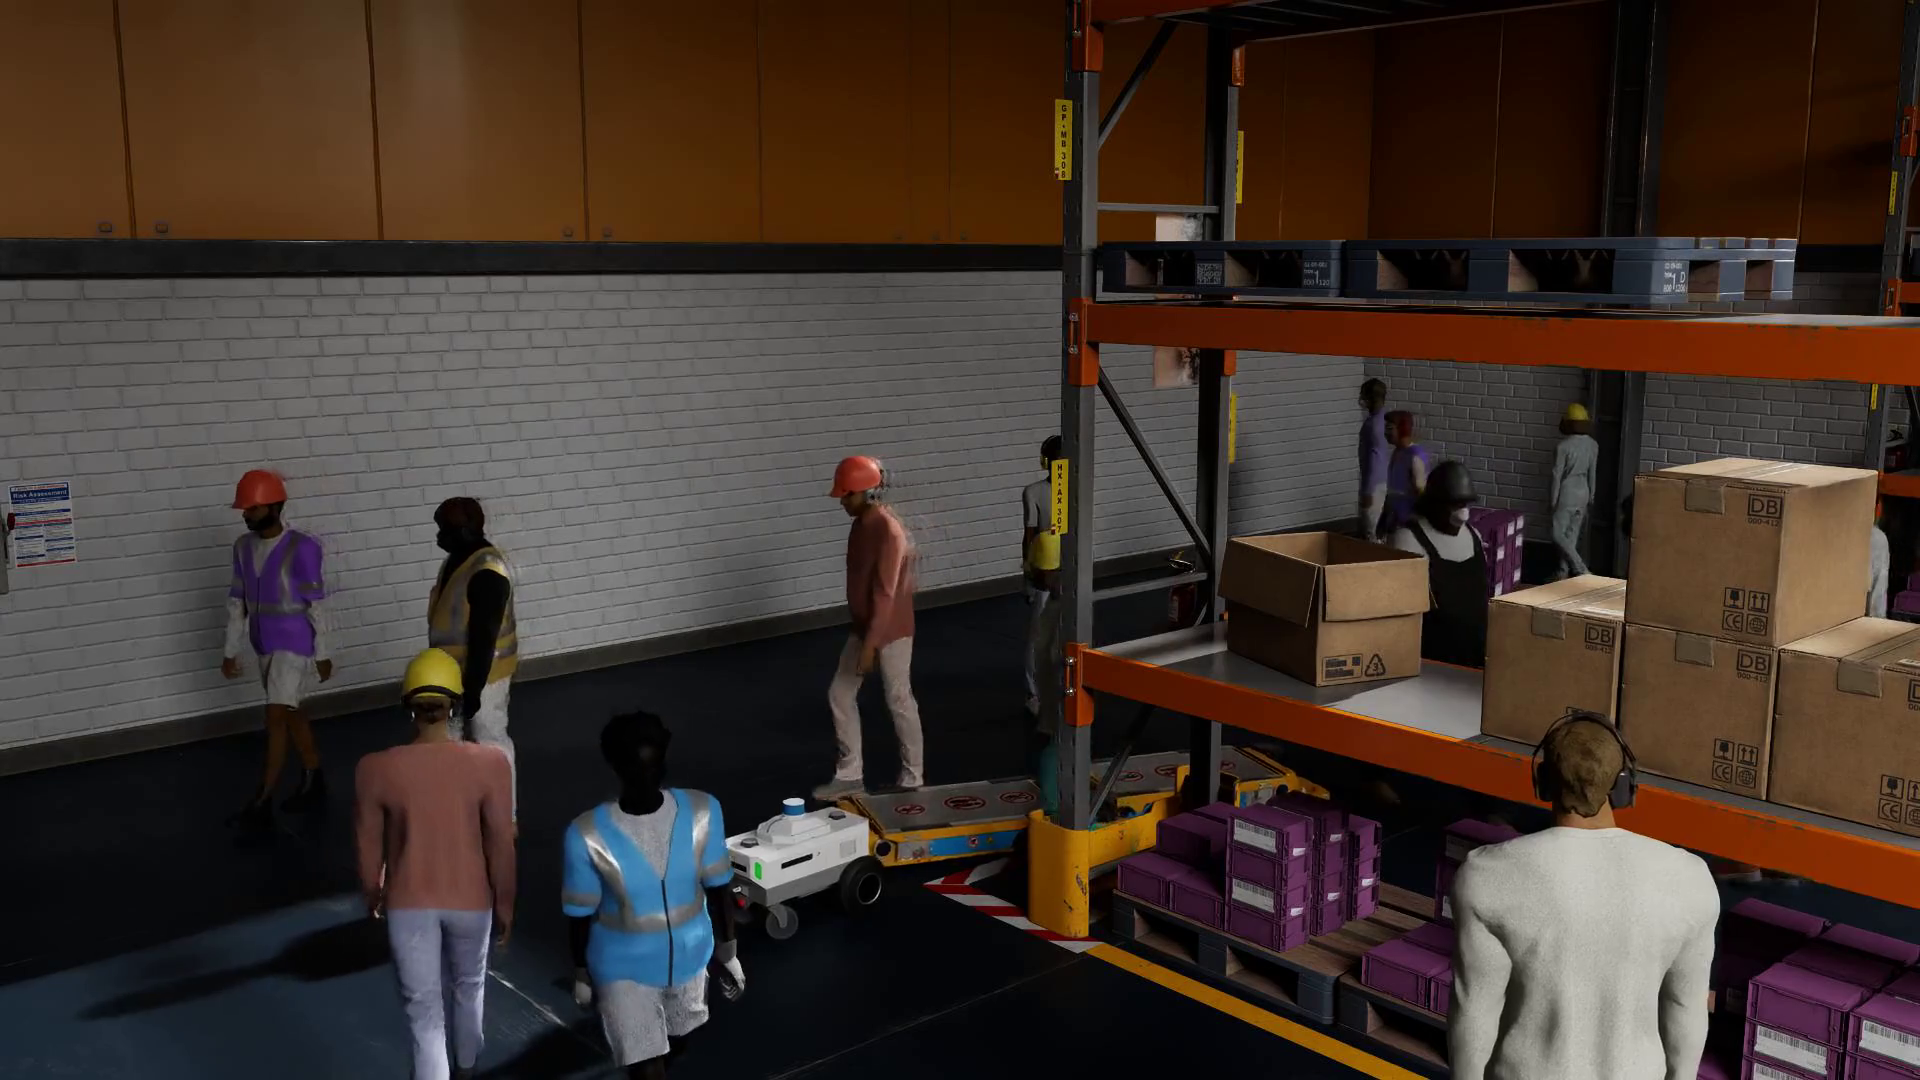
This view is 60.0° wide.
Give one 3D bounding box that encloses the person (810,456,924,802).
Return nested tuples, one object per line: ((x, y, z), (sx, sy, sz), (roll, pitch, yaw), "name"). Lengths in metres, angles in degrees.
((-0.518, 0.517, 9.075), (0.739, 1.953, 0.650), (-5, 11, -25), "person")

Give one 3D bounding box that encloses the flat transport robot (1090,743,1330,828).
((1.245, 1.350, 9.149), (1.431, 0.197, 0.652), (-3, 10, -20), "flat transport robot")

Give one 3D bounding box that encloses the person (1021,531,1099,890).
((0.493, 0.812, 7.984), (0.434, 1.751, 0.541), (-1, 10, -4), "person")

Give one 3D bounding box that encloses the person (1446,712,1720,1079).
((1.507, 1.378, 4.121), (0.629, 1.937, 0.379), (1, 10, 5), "person")

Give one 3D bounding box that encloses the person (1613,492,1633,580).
((3.793, 0.612, 9.046), (0.961, 1.797, 0.615), (-1, 10, -4), "person")

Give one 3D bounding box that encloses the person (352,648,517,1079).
((-1.784, 1.223, 5.690), (0.522, 1.704, 0.967), (-4, 10, -20), "person")

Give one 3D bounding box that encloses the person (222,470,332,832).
((-3.726, 0.585, 8.857), (0.562, 1.898, 0.906), (5, 11, 26), "person")

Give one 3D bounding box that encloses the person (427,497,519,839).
((-2.587, 0.693, 8.434), (0.684, 1.824, 0.660), (-6, 12, -33), "person")

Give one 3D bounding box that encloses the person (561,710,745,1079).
((-1.000, 1.317, 5.282), (0.528, 1.658, 0.849), (-6, 12, -33), "person")

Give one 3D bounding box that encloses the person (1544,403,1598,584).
((5.529, -0.377, 15.010), (0.499, 1.733, 0.628), (-4, 11, -23), "person")

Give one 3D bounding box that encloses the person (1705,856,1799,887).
((3.795, 0.726, 7.989), (0.614, 1.915, 0.661), (6, 11, 32), "person")

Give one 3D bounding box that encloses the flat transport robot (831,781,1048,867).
((-0.048, 1.453, 8.548), (1.431, 0.197, 0.652), (-3, 10, -18), "flat transport robot")

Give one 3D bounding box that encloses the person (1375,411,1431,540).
((3.486, -0.121, 13.249), (0.742, 1.811, 0.634), (0, 10, -1), "person")

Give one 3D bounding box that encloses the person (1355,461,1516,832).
((2.508, 0.513, 8.877), (0.684, 2.000, 1.055), (-4, 11, -23), "person")

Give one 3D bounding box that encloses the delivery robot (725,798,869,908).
((-0.758, 1.425, 7.607), (0.477, 0.478, 0.707), (9, 13, 44), "delivery robot")

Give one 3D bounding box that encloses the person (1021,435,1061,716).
((0.636, 0.231, 11.030), (0.535, 1.869, 0.312), (-7, 12, -35), "person")

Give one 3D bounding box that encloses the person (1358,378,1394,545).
((3.758, -0.504, 15.131), (0.377, 1.936, 0.660), (3, 10, 17), "person")

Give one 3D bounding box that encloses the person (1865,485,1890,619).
((5.073, 0.549, 9.284), (0.841, 1.835, 0.529), (8, 12, 38), "person")
